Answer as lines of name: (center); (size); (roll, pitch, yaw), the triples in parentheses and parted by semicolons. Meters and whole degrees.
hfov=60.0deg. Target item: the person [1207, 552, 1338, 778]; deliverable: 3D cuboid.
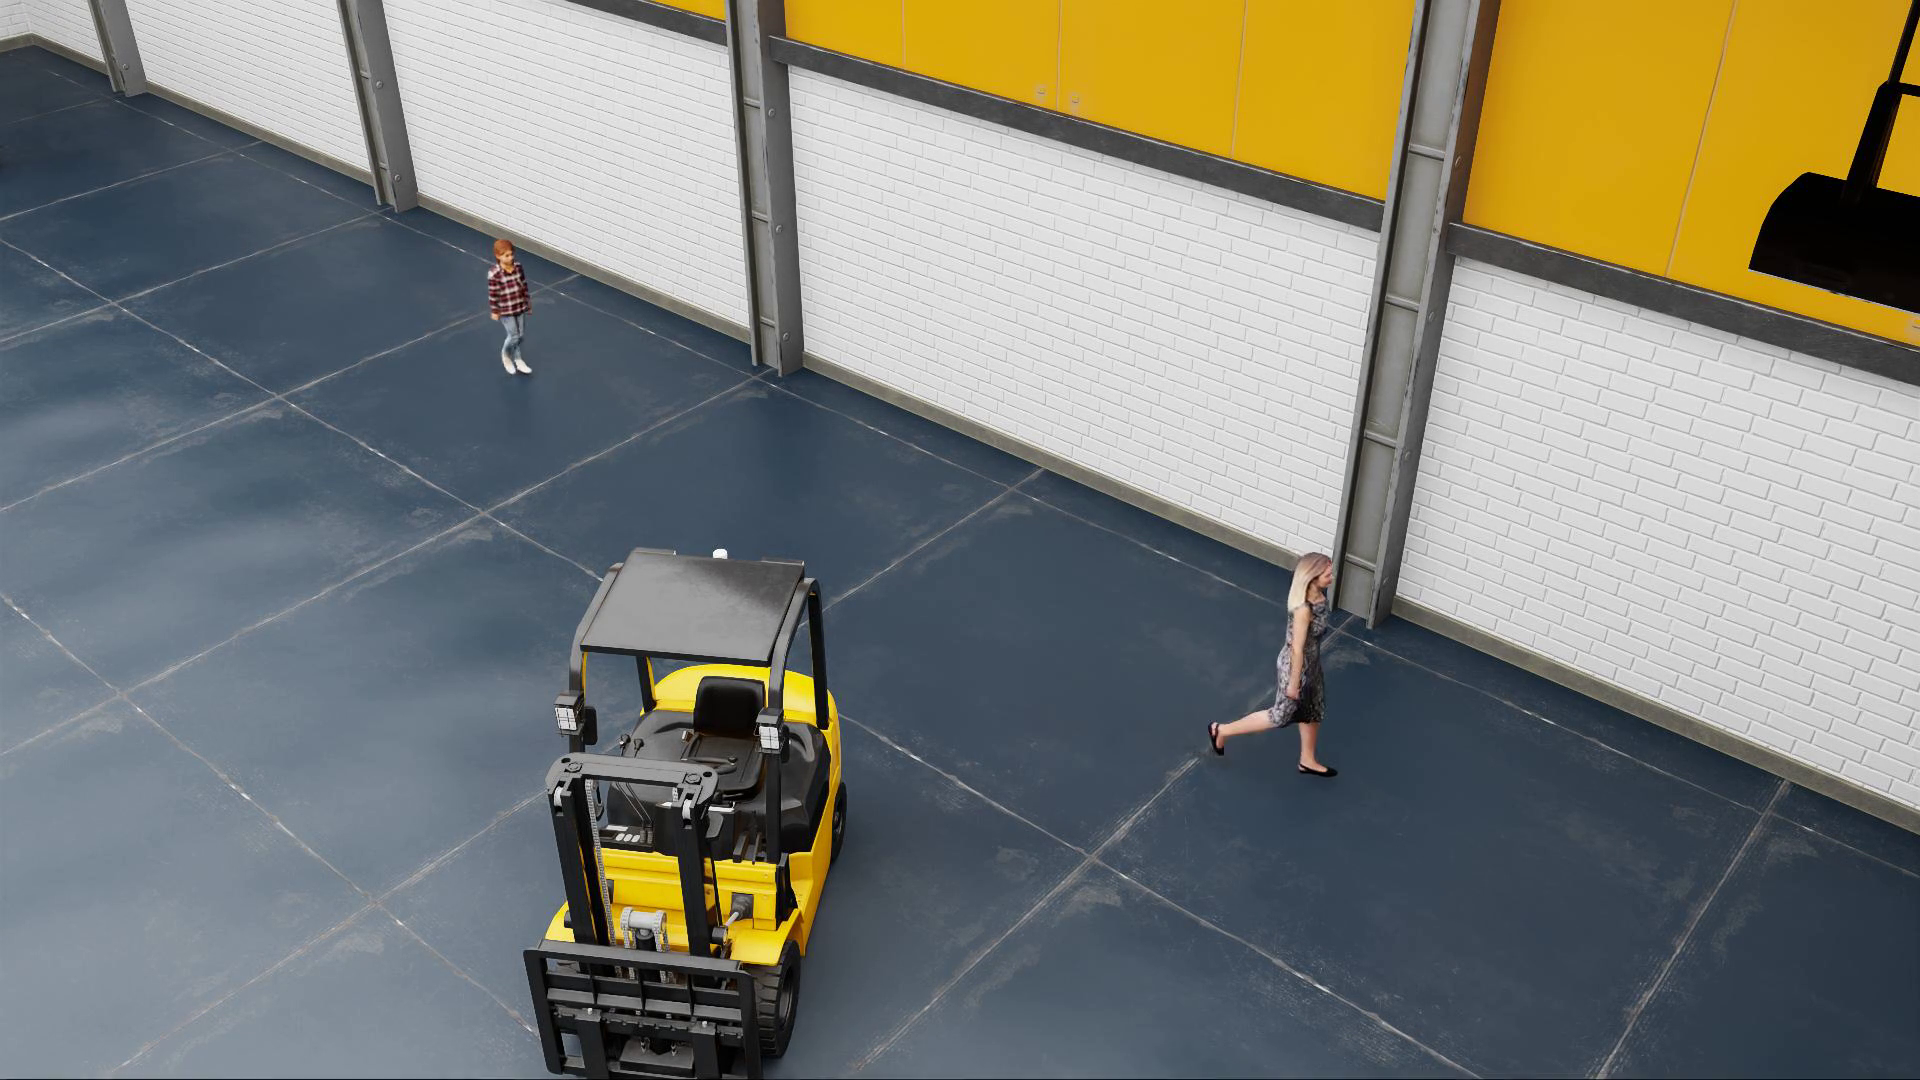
person: (1.992, 0.778, 10.258); (1.131, 1.682, 0.816); (12, 35, 17)

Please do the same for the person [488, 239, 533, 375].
person: (-4.076, -2.120, 14.965); (0.505, 1.297, 0.515); (26, 42, 34)
